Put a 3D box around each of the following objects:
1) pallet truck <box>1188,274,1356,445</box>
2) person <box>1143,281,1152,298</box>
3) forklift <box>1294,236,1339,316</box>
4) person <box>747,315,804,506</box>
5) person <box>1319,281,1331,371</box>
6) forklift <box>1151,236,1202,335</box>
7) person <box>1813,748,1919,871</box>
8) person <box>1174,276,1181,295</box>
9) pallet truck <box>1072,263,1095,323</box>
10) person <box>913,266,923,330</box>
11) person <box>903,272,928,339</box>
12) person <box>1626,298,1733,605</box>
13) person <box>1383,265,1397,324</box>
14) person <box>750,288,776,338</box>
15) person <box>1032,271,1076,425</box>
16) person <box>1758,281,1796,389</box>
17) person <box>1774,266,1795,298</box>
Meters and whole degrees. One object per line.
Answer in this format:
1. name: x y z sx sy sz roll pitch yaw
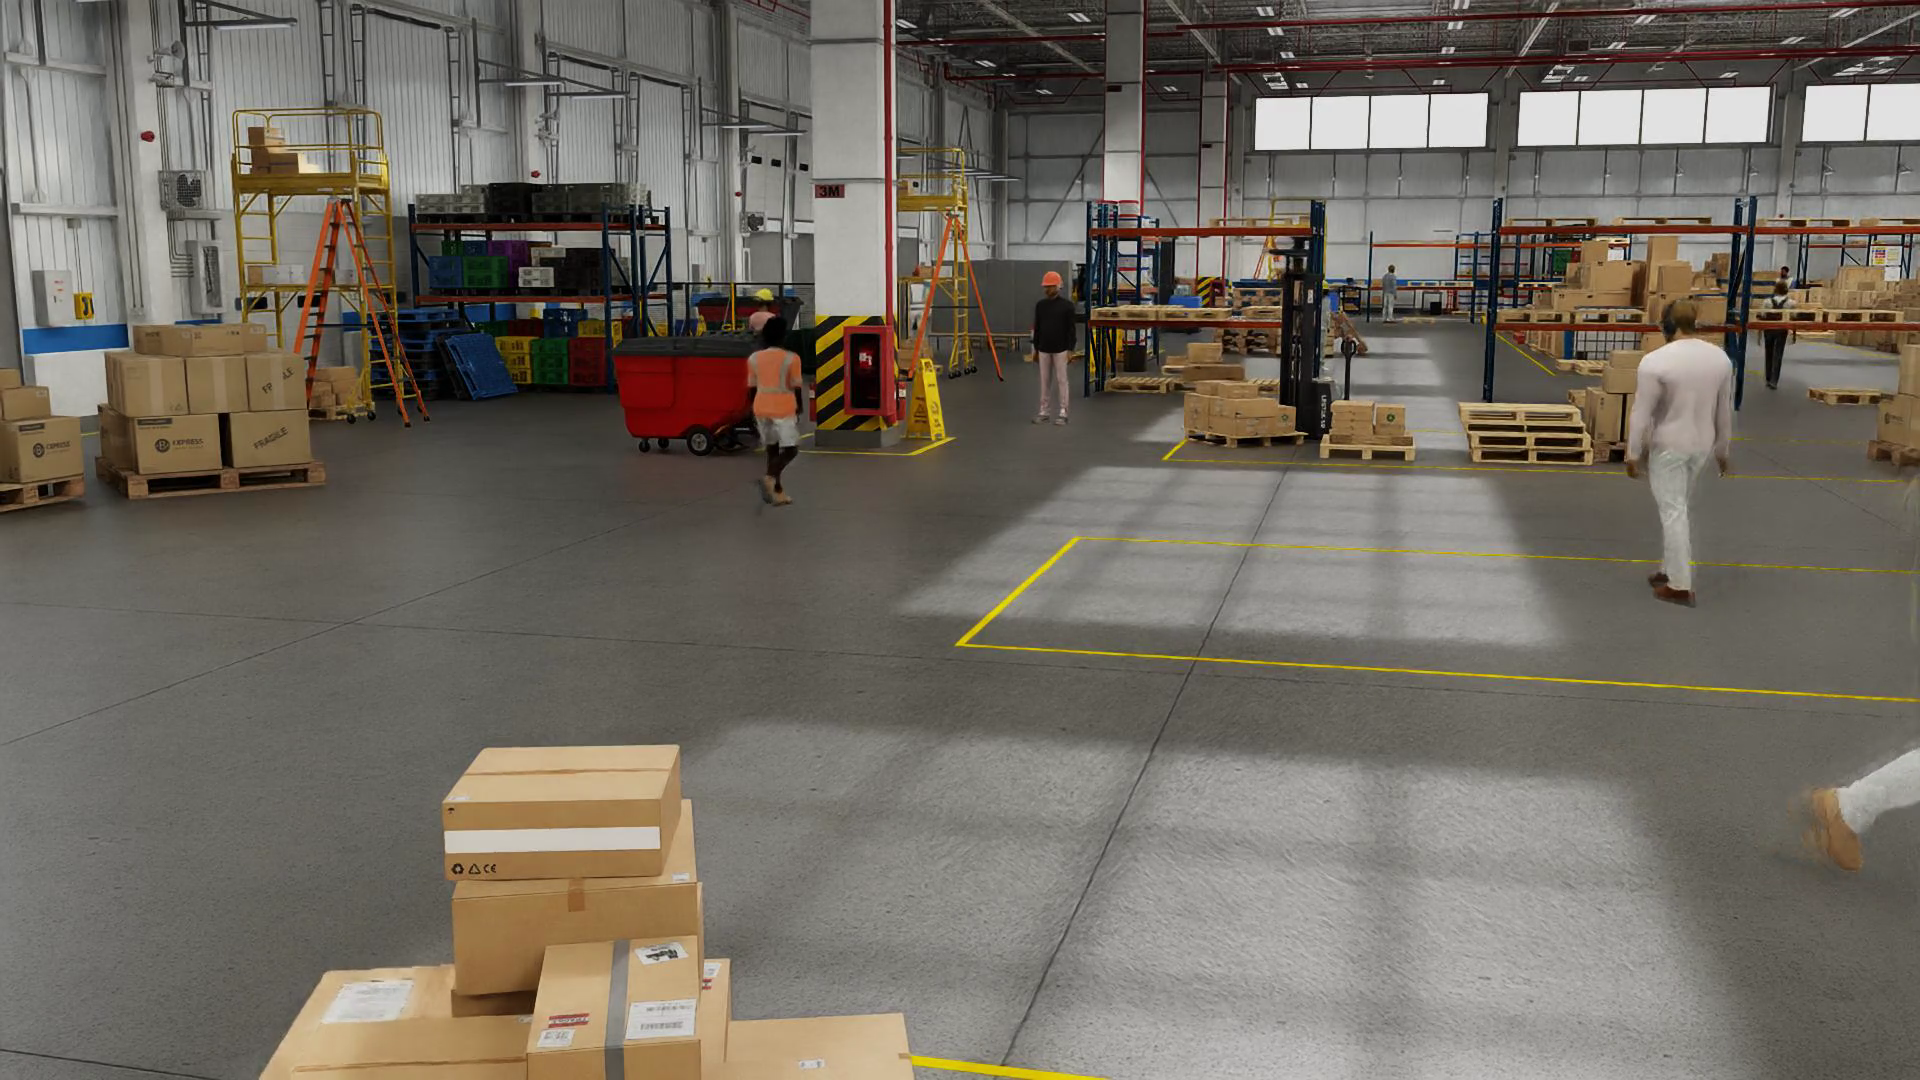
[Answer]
1. pallet truck: 3.653 -2.138 19.590 1.885 1.965 0.823 -4 10 -20
2. person: 4.674 -6.111 43.202 0.519 1.921 0.628 9 13 43
3. forklift: 10.663 -7.952 51.223 1.873 2.768 1.129 -4 11 -25
4. person: -1.613 -1.102 14.391 0.546 1.680 0.560 4 11 25
5. person: 6.925 -4.101 31.929 0.486 1.738 0.321 -5 11 -26
6. forklift: 5.866 -7.214 46.878 1.873 2.768 1.129 2 10 14
7. person: 3.399 0.343 5.537 0.635 1.811 0.850 -8 12 -38
8. person: 6.239 -6.903 48.728 0.649 1.612 0.546 -3 10 -17
9. pallet truck: 4.325 -8.180 55.162 0.823 1.965 1.885 6 11 31
10. person: -1.258 -7.339 50.429 0.387 1.928 0.549 4 10 21
11. person: -1.031 -5.042 37.116 0.604 1.845 0.902 -3 10 -18
12. person: 4.512 -0.572 10.603 0.650 1.910 0.753 -2 10 -14
13. person: 14.149 -8.072 54.702 0.371 1.940 0.630 -4 11 -24
14. person: -2.679 -2.546 22.681 0.540 1.754 0.460 8 13 41
15. person: 1.215 -2.497 21.708 0.614 1.993 0.395 7 12 35
16. person: 13.606 -3.406 27.687 0.533 1.798 0.974 6 11 33
17. person: 23.990 -6.996 48.427 0.396 1.919 0.590 -5 11 -28
